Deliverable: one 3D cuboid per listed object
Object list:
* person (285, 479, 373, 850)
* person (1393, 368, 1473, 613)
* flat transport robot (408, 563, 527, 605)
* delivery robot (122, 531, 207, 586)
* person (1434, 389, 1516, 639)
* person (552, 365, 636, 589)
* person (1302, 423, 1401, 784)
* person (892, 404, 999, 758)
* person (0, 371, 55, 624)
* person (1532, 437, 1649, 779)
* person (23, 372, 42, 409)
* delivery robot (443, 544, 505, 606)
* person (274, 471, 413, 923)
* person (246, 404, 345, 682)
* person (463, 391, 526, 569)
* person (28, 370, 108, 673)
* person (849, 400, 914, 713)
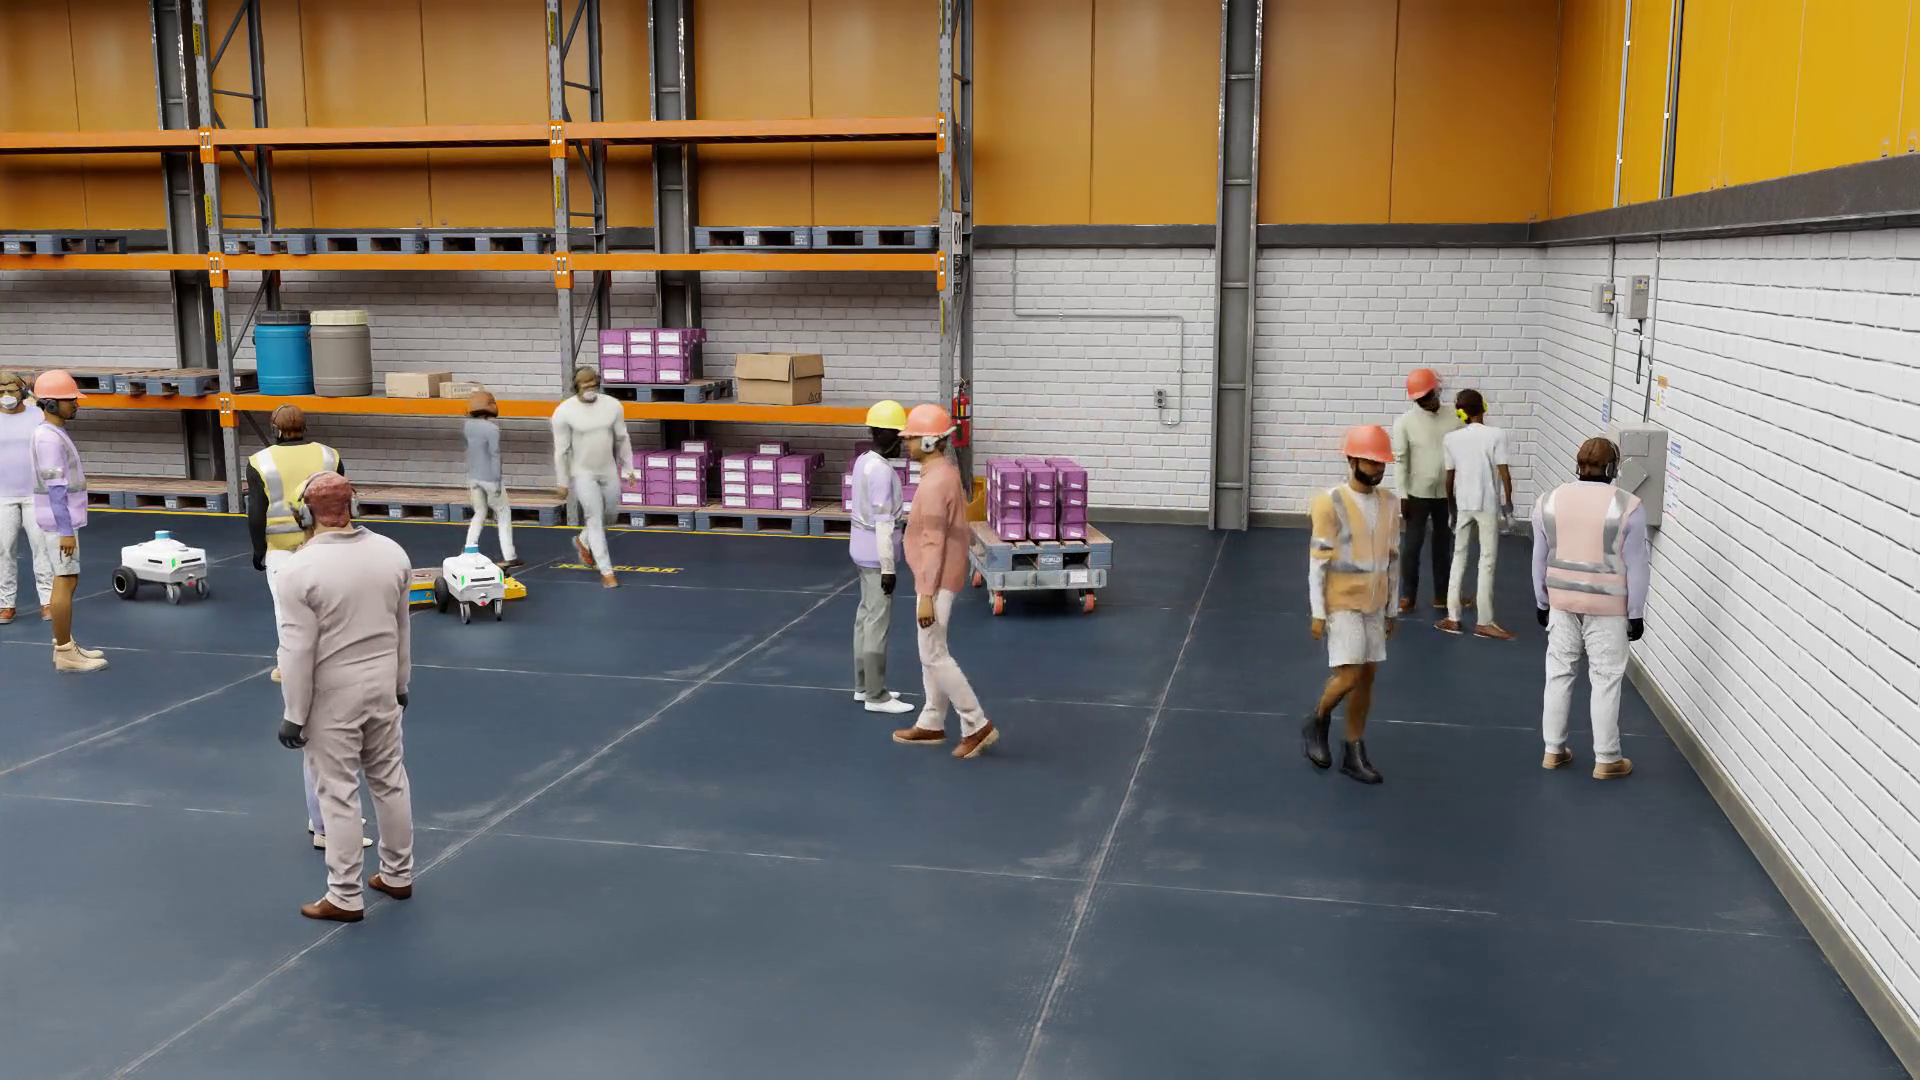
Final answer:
[{"bbox_3d":[-3.001,0.579,7.886,0.305,1.771,0.525,-4,10,-23],"label":"person"},{"bbox_3d":[3.765,-0.376,13.055,0.785,1.949,0.386,-2,10,-13],"label":"person"},{"bbox_3d":[-4.319,0.377,13.507,1.431,0.197,0.652,-5,11,-27],"label":"flat transport robot"},{"bbox_3d":[-6.522,0.167,13.630,0.707,0.478,0.477,5,11,29],"label":"delivery robot"},{"bbox_3d":[3.868,-0.190,12.277,0.665,1.833,0.321,9,13,44],"label":"person"},{"bbox_3d":[-3.177,-0.565,14.244,0.690,1.904,0.807,-7,12,-37],"label":"person"},{"bbox_3d":[2.109,0.337,8.839,0.563,1.927,0.422,-5,11,-26],"label":"person"},{"bbox_3d":[-0.113,0.233,9.346,0.514,2.008,0.625,1,10,6],"label":"person"},{"bbox_3d":[-7.202,-0.328,12.746,0.634,1.938,0.355,-5,11,-26],"label":"person"},{"bbox_3d":[3.401,0.361,8.974,0.621,1.839,0.429,9,13,43],"label":"person"},{"bbox_3d":[-9.387,-0.885,16.940,0.313,1.641,0.521,-6,11,-31],"label":"person"},{"bbox_3d":[-3.796,0.279,12.969,0.477,0.478,0.707,-5,11,-27],"label":"delivery robot"},{"bbox_3d":[-2.611,0.656,7.030,0.399,1.905,0.642,6,11,30],"label":"person"},{"bbox_3d":[-4.361,0.024,10.952,0.627,1.845,0.429,-8,12,-39],"label":"person"},{"bbox_3d":[-4.273,-0.534,14.928,0.518,1.612,0.545,6,12,34],"label":"person"},{"bbox_3d":[-6.032,-0.125,11.237,0.375,2.042,0.615,-5,11,-29],"label":"person"},{"bbox_3d":[-0.486,0.099,10.264,0.384,1.923,0.590,-2,10,-14],"label":"person"}]
